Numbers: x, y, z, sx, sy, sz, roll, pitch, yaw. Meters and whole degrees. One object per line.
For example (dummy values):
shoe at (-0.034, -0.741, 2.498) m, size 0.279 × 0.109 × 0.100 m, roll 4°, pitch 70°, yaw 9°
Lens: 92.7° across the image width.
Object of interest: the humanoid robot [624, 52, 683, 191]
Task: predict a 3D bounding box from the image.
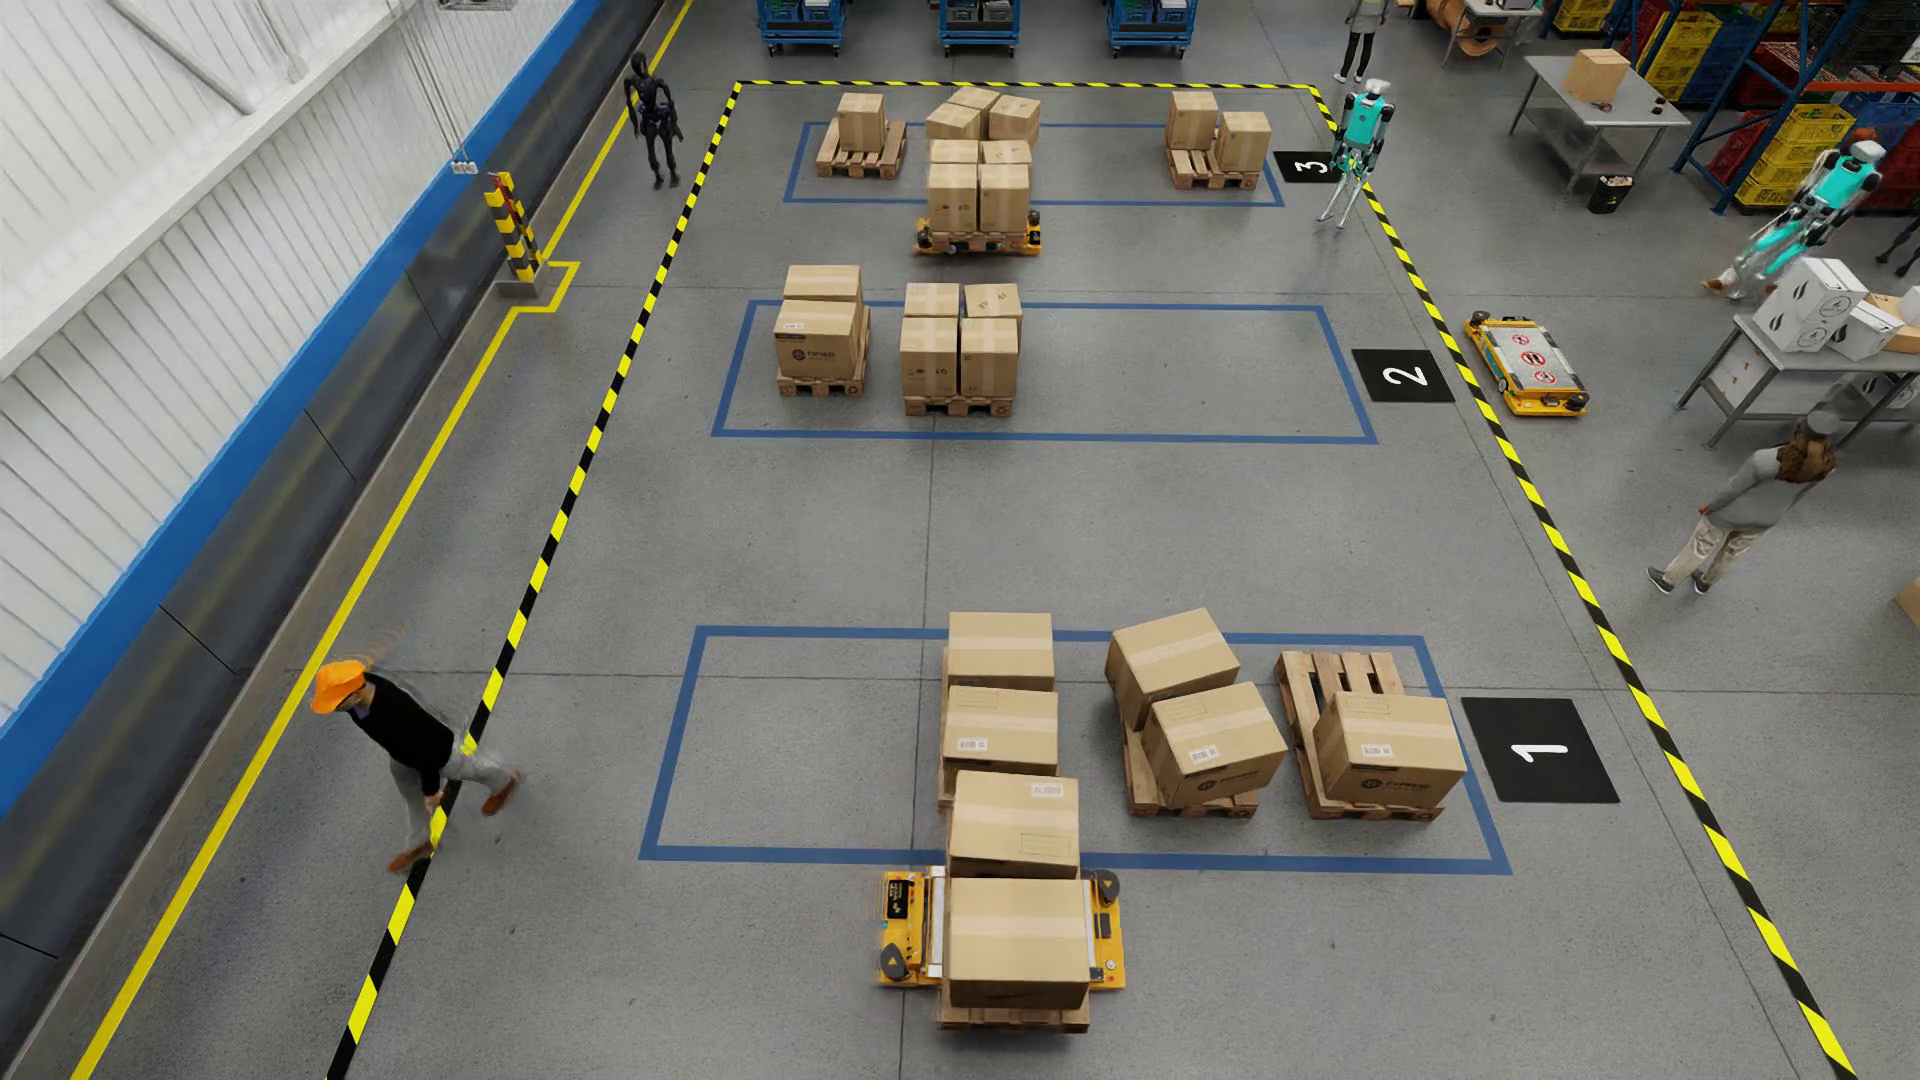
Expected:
humanoid robot at (-3.626, -4.973, 10.912) m, size 0.601 × 1.643 × 0.439 m, roll 0°, pitch 49°, yaw 0°

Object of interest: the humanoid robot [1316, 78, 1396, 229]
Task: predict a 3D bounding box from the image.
humanoid robot at (4.483, -4.353, 10.241) m, size 0.533 × 1.677 × 0.735 m, roll 33°, pitch 57°, yaw 25°

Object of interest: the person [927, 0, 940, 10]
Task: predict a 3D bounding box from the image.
person at (-0.409, -9.688, 14.816) m, size 0.372 × 1.940 × 0.630 m, roll -7°, pitch 50°, yaw -6°

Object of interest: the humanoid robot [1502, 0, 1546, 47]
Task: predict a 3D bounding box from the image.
humanoid robot at (8.809, -8.368, 13.812) m, size 0.593 × 1.755 × 0.966 m, roll -14°, pitch 50°, yaw -11°

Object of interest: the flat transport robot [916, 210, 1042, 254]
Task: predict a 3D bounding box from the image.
flat transport robot at (0.222, -3.579, 10.613) m, size 1.431 × 0.197 × 0.652 m, roll 1°, pitch 49°, yaw 1°

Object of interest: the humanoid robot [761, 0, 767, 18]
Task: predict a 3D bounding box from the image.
humanoid robot at (-3.108, -8.903, 14.308) m, size 0.386 × 1.652 × 0.602 m, roll -9°, pitch 50°, yaw -7°

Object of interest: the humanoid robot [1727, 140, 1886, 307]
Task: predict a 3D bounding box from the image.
humanoid robot at (8.379, -3.091, 9.257) m, size 0.720 × 1.816 × 0.554 m, roll -14°, pitch 51°, yaw -12°

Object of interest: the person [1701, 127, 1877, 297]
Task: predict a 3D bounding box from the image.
person at (8.560, -3.279, 9.337) m, size 0.988 × 1.833 × 0.579 m, roll -10°, pitch 50°, yaw -9°

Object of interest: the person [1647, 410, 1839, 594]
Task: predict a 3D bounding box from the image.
person at (5.778, -0.227, 6.740) m, size 0.572 × 1.761 × 0.406 m, roll 3°, pitch 49°, yaw 3°

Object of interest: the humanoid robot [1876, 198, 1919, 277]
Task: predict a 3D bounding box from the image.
humanoid robot at (10.556, -3.590, 9.706) m, size 0.587 × 1.648 × 0.394 m, roll 36°, pitch 58°, yaw 27°

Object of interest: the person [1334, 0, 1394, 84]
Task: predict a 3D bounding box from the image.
person at (5.753, -7.448, 12.933) m, size 0.596 × 1.850 × 0.396 m, roll -1°, pitch 49°, yaw -1°

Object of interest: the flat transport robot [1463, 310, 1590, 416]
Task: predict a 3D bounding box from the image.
flat transport robot at (5.573, -1.757, 9.054) m, size 0.659 × 0.231 × 1.431 m, roll 1°, pitch 49°, yaw 1°

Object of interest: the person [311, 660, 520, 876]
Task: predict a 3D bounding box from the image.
person at (-3.251, 1.321, 5.344) m, size 0.602 × 1.840 × 0.945 m, roll 23°, pitch 53°, yaw 19°

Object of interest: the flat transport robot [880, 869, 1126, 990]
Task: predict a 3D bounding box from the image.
flat transport robot at (0.257, 2.319, 5.507) m, size 1.431 × 0.197 × 0.652 m, roll 1°, pitch 49°, yaw 1°
